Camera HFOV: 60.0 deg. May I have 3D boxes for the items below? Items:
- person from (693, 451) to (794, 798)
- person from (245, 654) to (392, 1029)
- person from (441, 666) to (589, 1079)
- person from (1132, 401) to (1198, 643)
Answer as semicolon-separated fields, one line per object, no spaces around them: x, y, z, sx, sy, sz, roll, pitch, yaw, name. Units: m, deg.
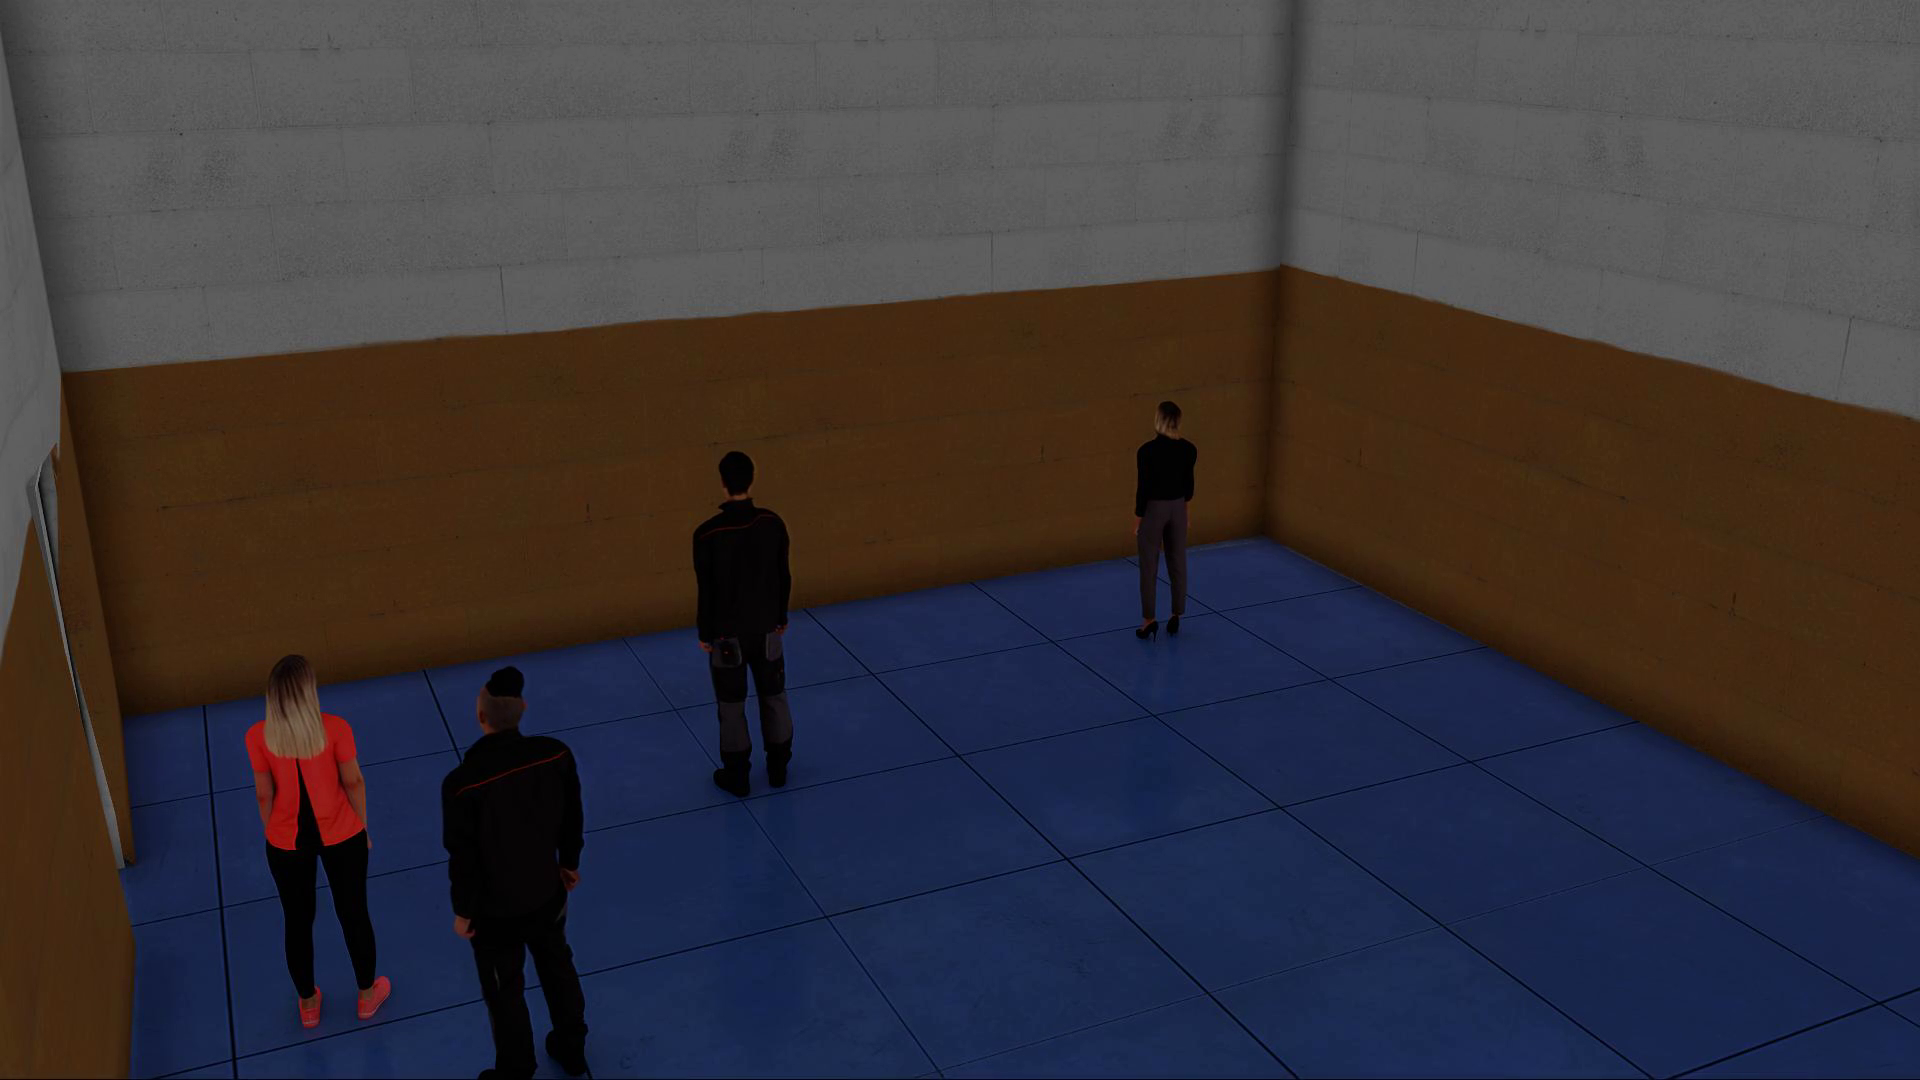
-1.185;0.454;9.131;0.536;1.944;0.767;-10;21;-27;person
-2.743;1.278;7.079;0.541;1.694;0.697;-4;19;-11;person
-1.750;1.350;6.566;0.909;1.862;0.721;16;24;40;person
1.379;-0.103;11.289;0.469;1.623;0.665;-7;20;-20;person
